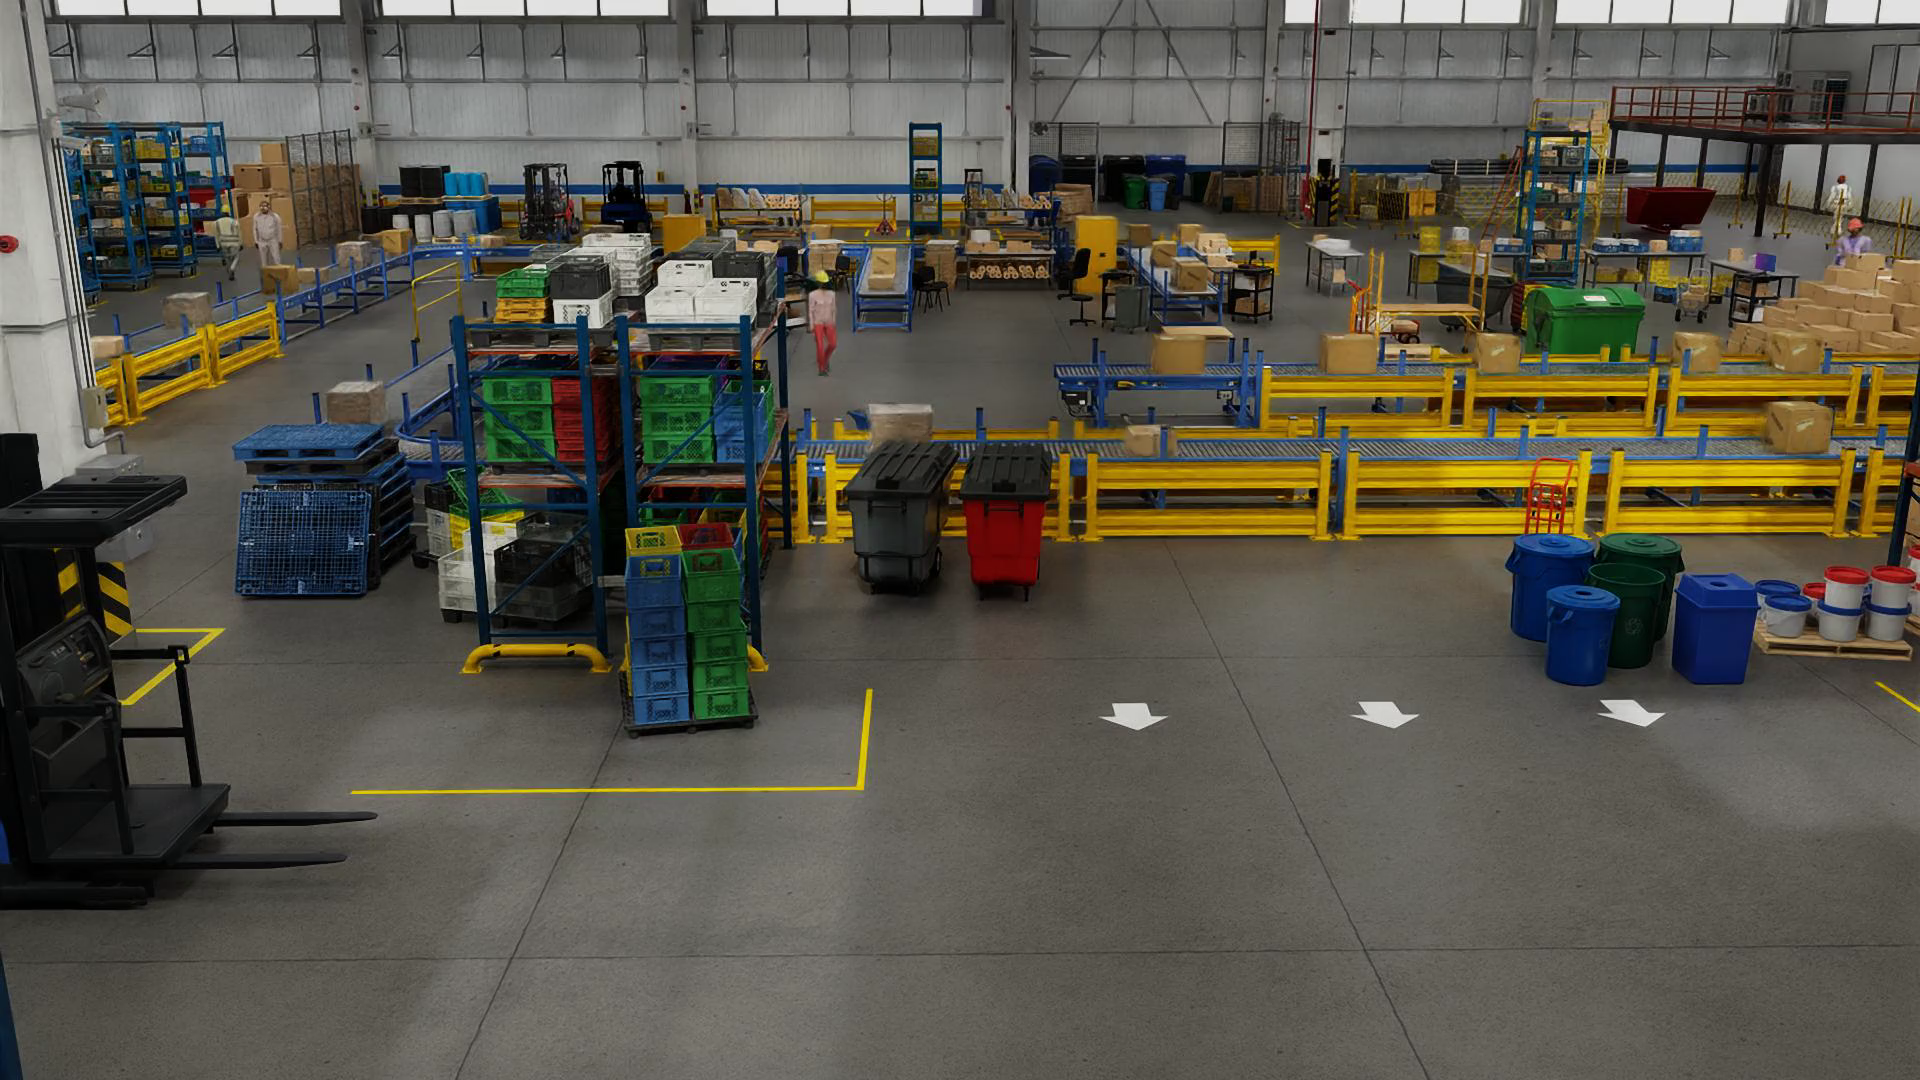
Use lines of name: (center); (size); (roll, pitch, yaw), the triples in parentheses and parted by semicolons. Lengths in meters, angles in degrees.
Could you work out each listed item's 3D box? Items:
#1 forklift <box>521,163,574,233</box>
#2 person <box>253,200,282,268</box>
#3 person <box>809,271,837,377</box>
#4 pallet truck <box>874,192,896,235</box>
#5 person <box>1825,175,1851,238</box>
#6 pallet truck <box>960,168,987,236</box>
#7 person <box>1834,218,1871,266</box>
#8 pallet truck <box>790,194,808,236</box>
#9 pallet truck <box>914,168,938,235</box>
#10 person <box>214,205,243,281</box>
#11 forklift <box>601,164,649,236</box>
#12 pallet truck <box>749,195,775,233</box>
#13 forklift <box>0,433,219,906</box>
forklift: (-12.233, -10.122, 49.298); (1.157, 1.987, 2.680); (0, 16, -1)
person: (-16.385, -7.071, 39.388); (0.637, 1.911, 0.406); (-3, 16, -10)
person: (-2.265, -3.576, 27.517); (0.530, 1.755, 0.401); (-9, 18, -29)
pallet truck: (-2.277, -9.986, 50.594); (0.653, 1.274, 1.630); (0, 16, -1)
person: (26.055, -9.891, 49.344); (0.595, 1.828, 1.025); (0, 16, -2)
pallet truck: (0.383, -10.230, 50.206); (0.823, 1.965, 1.885); (-1, 16, -3)
person: (18.078, -5.516, 33.773); (0.633, 2.023, 0.425); (11, 19, 33)
pallet truck: (-4.814, -9.883, 50.259); (0.704, 1.261, 1.522); (-1, 16, -3)
pallet truck: (-0.989, -10.316, 50.507); (0.823, 1.965, 1.885); (1, 16, 3)
person: (-17.305, -7.010, 39.346); (0.617, 1.809, 0.576); (-1, 16, -3)
forklift: (-9.948, -10.127, 49.296); (1.157, 1.987, 2.680); (-1, 16, -3)
pallet truck: (-6.051, -9.967, 50.660); (0.680, 1.201, 1.601); (0, 16, -1)
forklift: (-5.952, 0.780, 10.366); (1.873, 2.768, 1.129); (0, 16, -1)
